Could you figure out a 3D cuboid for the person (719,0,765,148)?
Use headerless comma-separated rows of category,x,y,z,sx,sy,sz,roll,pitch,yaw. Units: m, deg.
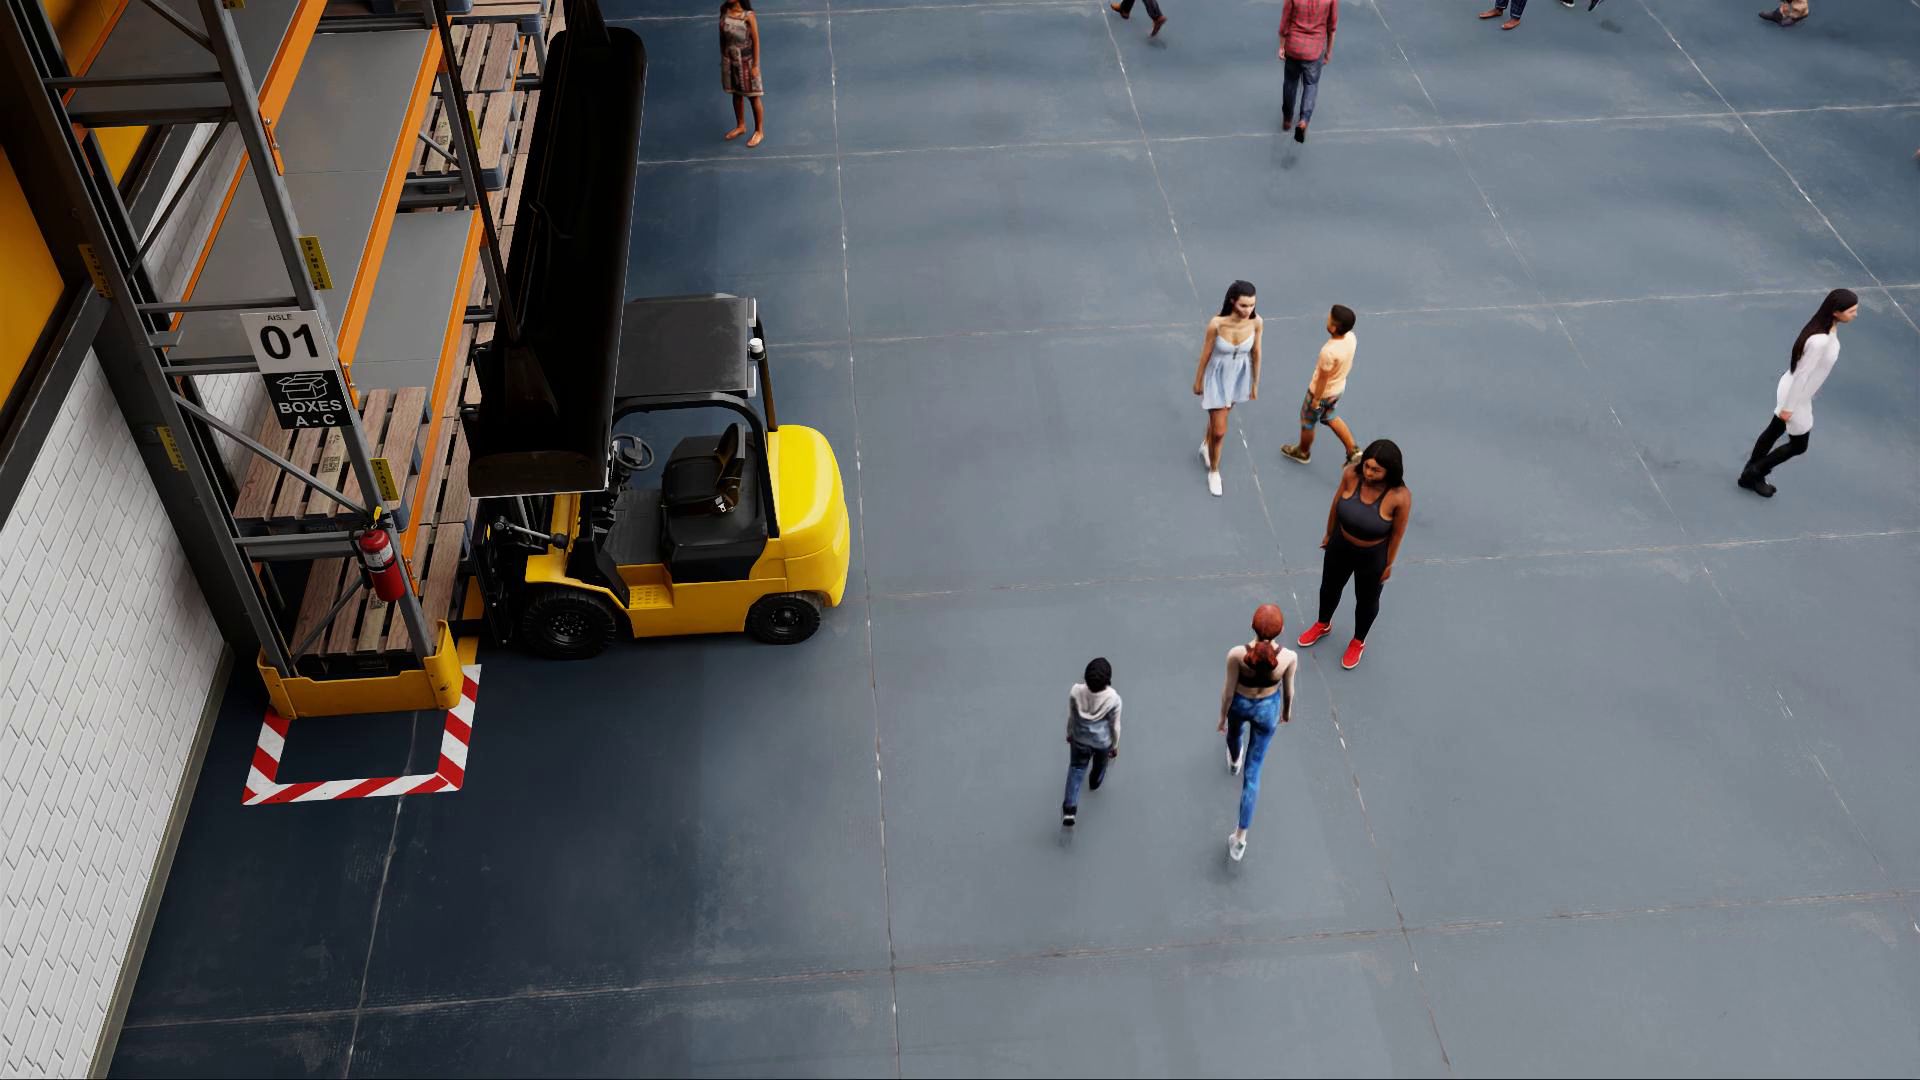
person,-2.060,-4.526,15.683,0.720,1.645,0.749,25,49,24

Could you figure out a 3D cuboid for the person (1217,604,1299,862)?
person,1.702,1.107,9.701,0.786,1.740,1.278,6,44,6

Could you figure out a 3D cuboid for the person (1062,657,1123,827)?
person,0.776,1.204,9.961,0.662,1.242,0.893,11,45,11

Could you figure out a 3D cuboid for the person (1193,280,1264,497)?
person,1.920,-1.232,12.177,0.674,1.711,0.860,-10,44,-10

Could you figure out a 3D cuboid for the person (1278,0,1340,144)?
person,3.226,-4.583,15.625,0.872,1.808,1.087,8,44,8

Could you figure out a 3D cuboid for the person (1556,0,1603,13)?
person,6.748,-6.468,17.574,0.950,1.849,1.067,-27,50,-26

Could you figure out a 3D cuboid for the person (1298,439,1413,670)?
person,2.589,0.056,10.749,0.765,1.816,0.819,28,50,27

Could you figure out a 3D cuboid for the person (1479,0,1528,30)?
person,5.907,-6.289,17.408,0.821,1.819,0.712,-25,49,-24

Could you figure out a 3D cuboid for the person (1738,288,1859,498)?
person,5.913,-1.067,11.940,0.796,1.799,0.708,23,48,22

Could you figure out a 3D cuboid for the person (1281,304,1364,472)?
person,2.752,-1.082,12.213,0.919,1.445,0.847,31,52,28

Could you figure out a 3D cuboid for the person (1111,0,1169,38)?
person,1.912,-6.124,17.277,1.052,1.759,1.260,-27,50,-25
